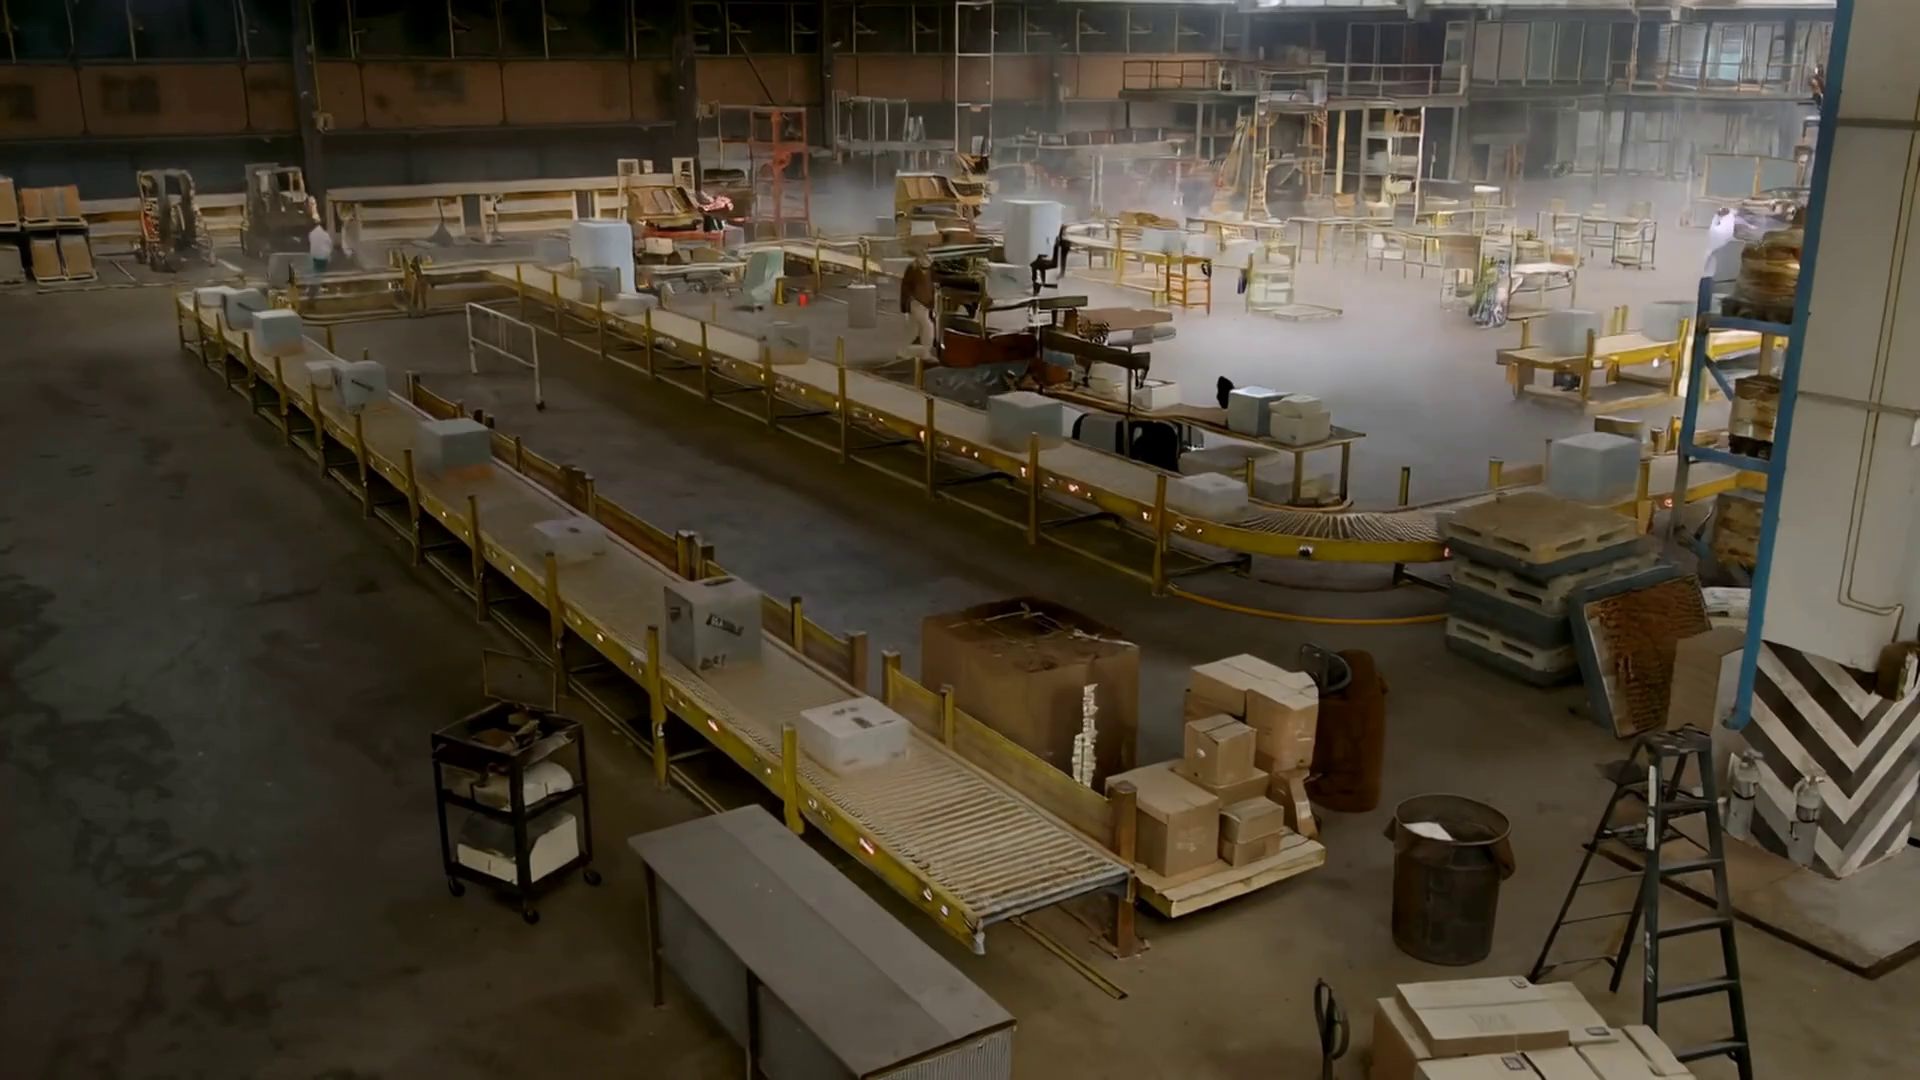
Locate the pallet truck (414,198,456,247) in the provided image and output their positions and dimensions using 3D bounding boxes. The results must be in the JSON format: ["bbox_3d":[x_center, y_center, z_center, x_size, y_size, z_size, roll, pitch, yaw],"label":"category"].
[{"bbox_3d":[-13.250,-8.060,41.856,0.680,1.201,1.601,-10,20,-31],"label":"pallet truck"}]

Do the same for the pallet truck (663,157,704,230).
[{"bbox_3d":[-7.586,-9.308,44.692,0.823,1.965,1.885,-11,20,-33],"label":"pallet truck"}]

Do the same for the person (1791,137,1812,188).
[{"bbox_3d":[27.940,-12.427,55.270,0.574,1.883,0.355,15,22,41],"label":"person"}]

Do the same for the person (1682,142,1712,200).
[{"bbox_3d":[23.593,-11.743,53.022,0.598,1.867,1.005,-4,17,-12],"label":"person"}]

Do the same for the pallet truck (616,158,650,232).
[{"bbox_3d":[-8.918,-9.176,44.255,0.823,1.965,1.885,-9,19,-27],"label":"pallet truck"}]

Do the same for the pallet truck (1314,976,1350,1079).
[{"bbox_3d":[2.299,2.390,7.086,1.601,1.201,0.680,-2,17,-7],"label":"pallet truck"}]

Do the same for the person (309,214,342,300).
[{"bbox_3d":[-12.411,-5.465,32.373,0.541,1.725,0.902,7,18,21],"label":"person"}]

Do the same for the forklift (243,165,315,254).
[{"bbox_3d":[-15.898,-7.669,38.708,1.157,1.987,2.680,-11,20,-33],"label":"forklift"}]

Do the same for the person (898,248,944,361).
[{"bbox_3d":[-0.607,-3.665,26.177,1.009,1.842,0.660,9,19,29],"label":"person"}]

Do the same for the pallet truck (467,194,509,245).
[{"bbox_3d":[-11.983,-8.177,42.137,0.704,1.261,1.522,-11,20,-33],"label":"pallet truck"}]

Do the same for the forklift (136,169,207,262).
[{"bbox_3d":[-17.842,-7.318,37.559,1.157,1.987,2.680,-10,20,-31],"label":"forklift"}]

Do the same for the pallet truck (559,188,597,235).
[{"bbox_3d":[-10.010,-8.652,43.699,0.653,1.274,1.630,-10,20,-31],"label":"pallet truck"}]

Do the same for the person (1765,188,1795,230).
[{"bbox_3d":[18.856,-7.220,38.265,0.506,1.692,0.907,-6,18,-19],"label":"person"}]

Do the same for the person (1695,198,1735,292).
[{"bbox_3d":[15.300,-5.949,33.658,0.735,1.911,0.556,-10,19,-29],"label":"person"}]

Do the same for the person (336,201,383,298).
[{"bbox_3d":[-11.667,-5.530,32.113,0.949,2.015,0.619,-14,22,-39],"label":"person"}]

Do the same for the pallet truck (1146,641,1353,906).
[{"bbox_3d":[1.664,1.407,10.232,1.630,1.274,0.653,-10,20,-31],"label":"pallet truck"}]
